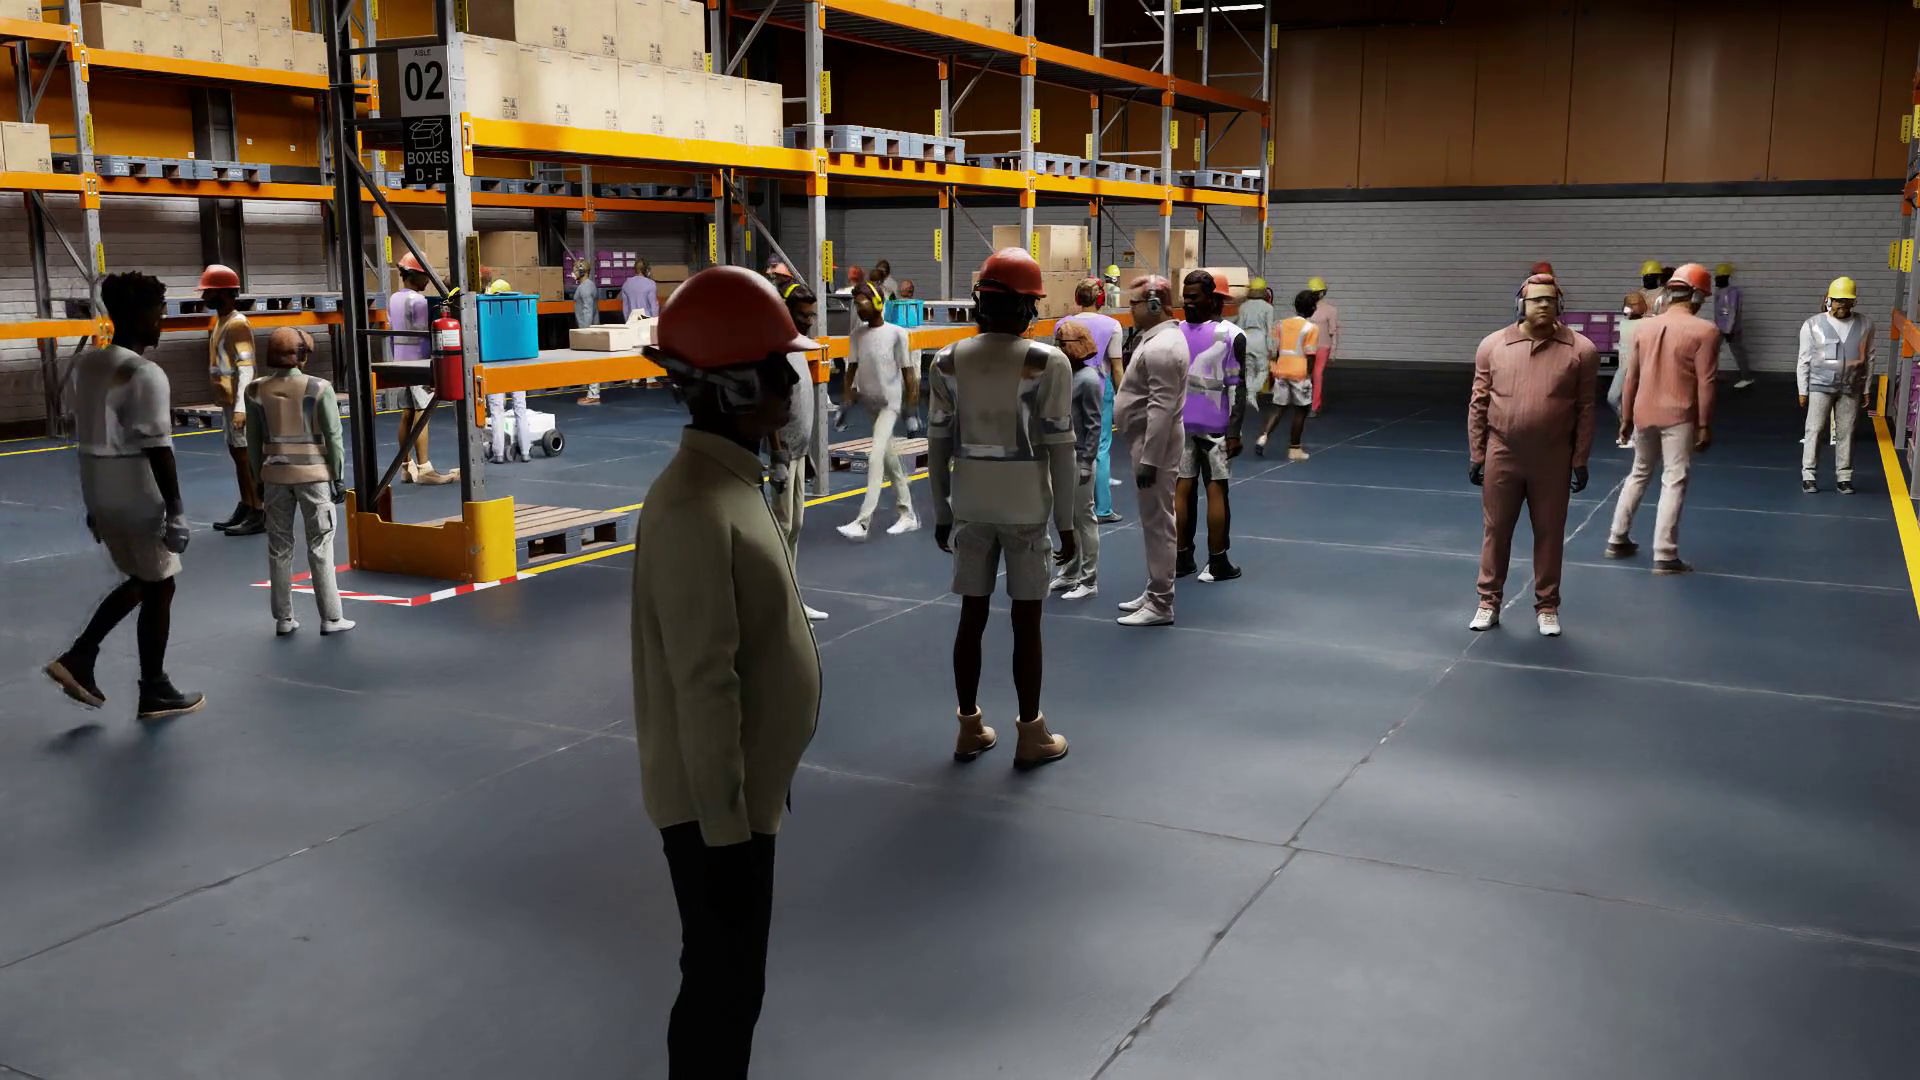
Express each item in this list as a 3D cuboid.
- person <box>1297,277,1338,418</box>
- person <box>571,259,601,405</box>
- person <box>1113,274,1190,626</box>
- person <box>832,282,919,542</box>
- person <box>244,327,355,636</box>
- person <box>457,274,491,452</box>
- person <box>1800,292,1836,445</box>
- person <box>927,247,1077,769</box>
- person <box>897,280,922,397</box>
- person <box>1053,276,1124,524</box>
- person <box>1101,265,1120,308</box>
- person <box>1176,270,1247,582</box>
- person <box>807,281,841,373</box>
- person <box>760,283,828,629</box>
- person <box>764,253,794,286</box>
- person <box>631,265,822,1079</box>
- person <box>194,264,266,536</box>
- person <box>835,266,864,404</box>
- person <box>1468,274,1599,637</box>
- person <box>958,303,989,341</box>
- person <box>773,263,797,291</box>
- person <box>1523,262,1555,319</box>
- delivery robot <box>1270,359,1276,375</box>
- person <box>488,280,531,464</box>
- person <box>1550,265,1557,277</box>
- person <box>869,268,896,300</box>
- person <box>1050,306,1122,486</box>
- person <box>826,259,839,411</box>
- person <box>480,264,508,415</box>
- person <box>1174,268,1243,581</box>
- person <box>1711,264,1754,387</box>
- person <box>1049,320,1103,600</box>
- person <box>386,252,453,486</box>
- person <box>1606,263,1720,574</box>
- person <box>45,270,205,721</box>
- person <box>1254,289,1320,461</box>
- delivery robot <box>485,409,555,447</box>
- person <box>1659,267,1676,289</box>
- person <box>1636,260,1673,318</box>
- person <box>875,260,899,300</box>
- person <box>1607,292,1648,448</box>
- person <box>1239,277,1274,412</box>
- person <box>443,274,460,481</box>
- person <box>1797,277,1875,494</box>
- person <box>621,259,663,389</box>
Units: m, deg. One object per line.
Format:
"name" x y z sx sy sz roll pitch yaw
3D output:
"person" 4.433 -2.396 20.618 0.517 1.733 0.723 5 11 29
"person" -4.972 -2.764 22.169 0.366 1.938 0.630 -1 10 -8
"person" 1.038 -0.485 9.077 0.408 1.907 0.638 1 10 9
"person" -0.612 -0.897 11.726 0.517 1.807 1.000 8 13 38
"person" -3.498 -0.303 8.789 0.514 1.640 0.310 1 10 3
"person" -4.919 -1.797 16.897 0.559 1.821 0.742 2 10 9
"person" 9.187 -1.819 17.579 0.509 1.632 0.265 8 12 38
"person" 0.181 -0.124 6.585 0.614 2.041 0.393 5 11 25
"person" -0.734 -2.821 23.366 0.513 1.641 0.307 -2 10 -11
"person" 0.958 -1.035 12.421 0.565 1.850 0.390 5 11 29
"person" 2.353 -3.368 25.974 0.403 1.831 0.596 -6 12 -33
"person" 1.497 -0.704 10.304 0.596 1.916 0.372 9 13 43
"person" -2.294 -3.724 28.013 0.622 1.845 0.429 6 11 30
"person" -0.903 -0.446 8.973 0.328 1.865 0.521 2 10 13
"person" -2.686 -3.278 24.853 0.543 2.000 0.692 -3 10 -19
"person" -0.439 0.480 3.222 0.374 1.997 0.613 -1 10 -5
"person" -5.230 -0.997 11.942 0.378 1.938 0.547 -7 12 -33
"person" -1.409 -2.765 22.449 0.576 1.855 0.893 -3 10 -16
"person" 3.021 -0.446 8.835 0.641 1.913 0.407 4 11 21
"person" 0.218 -0.978 12.550 0.553 1.697 0.378 3 10 17
"person" -2.285 -2.519 20.869 0.454 1.899 0.606 4 10 20
"person" 8.831 -3.293 25.435 1.008 1.873 0.554 4 10 20
"delivery robot" 4.872 -2.538 24.595 0.477 0.478 0.707 -8 12 -38
"person" -4.389 -1.614 16.012 0.531 1.767 0.328 -5 11 -26
"person" 9.201 -3.425 26.317 0.404 1.827 0.600 3 10 19
"person" -1.216 -3.048 24.204 0.638 1.805 0.932 4 10 20
"person" 1.052 -1.200 14.107 0.855 1.598 0.508 -6 12 -32
"person" -1.747 -2.654 21.369 0.383 1.996 0.609 -3 10 -16
"person" -5.911 -2.480 20.696 0.594 1.882 0.367 -3 10 -18
"person" 1.514 -0.710 10.310 0.542 1.930 0.374 7 12 34
"person" 11.513 -3.204 24.976 1.044 1.861 0.595 -1 10 -6
"person" 0.660 -0.467 9.755 0.279 1.634 0.499 -4 11 -22
"person" -4.729 -1.489 14.521 0.605 2.033 0.392 10 14 44
"person" 4.546 -0.780 10.639 0.508 1.963 0.678 -5 11 -27
"person" -3.576 -0.168 7.094 0.639 1.949 0.512 7 12 35
"person" 3.189 -1.587 16.128 0.554 1.669 0.551 -7 12 -35
"delivery robot" -4.332 -1.122 16.384 0.477 0.478 0.707 6 12 30
"person" 9.093 -2.651 21.800 0.561 1.841 0.642 9 13 43
"person" 8.747 -2.575 21.113 0.388 1.927 0.589 -5 11 -25
"person" -1.224 -3.519 26.661 0.650 1.903 0.467 7 12 34
"person" 6.948 -1.752 17.226 0.355 1.622 0.499 -4 10 -19
"person" 3.719 -2.451 21.007 0.488 1.719 0.456 7 12 35
"person" -4.448 -1.446 14.825 0.429 1.844 0.627 -2 10 -10
"person" 7.364 -1.292 13.998 0.584 1.824 0.403 2 10 13
"person" -4.750 -3.224 24.849 0.627 1.936 0.375 5 11 27
